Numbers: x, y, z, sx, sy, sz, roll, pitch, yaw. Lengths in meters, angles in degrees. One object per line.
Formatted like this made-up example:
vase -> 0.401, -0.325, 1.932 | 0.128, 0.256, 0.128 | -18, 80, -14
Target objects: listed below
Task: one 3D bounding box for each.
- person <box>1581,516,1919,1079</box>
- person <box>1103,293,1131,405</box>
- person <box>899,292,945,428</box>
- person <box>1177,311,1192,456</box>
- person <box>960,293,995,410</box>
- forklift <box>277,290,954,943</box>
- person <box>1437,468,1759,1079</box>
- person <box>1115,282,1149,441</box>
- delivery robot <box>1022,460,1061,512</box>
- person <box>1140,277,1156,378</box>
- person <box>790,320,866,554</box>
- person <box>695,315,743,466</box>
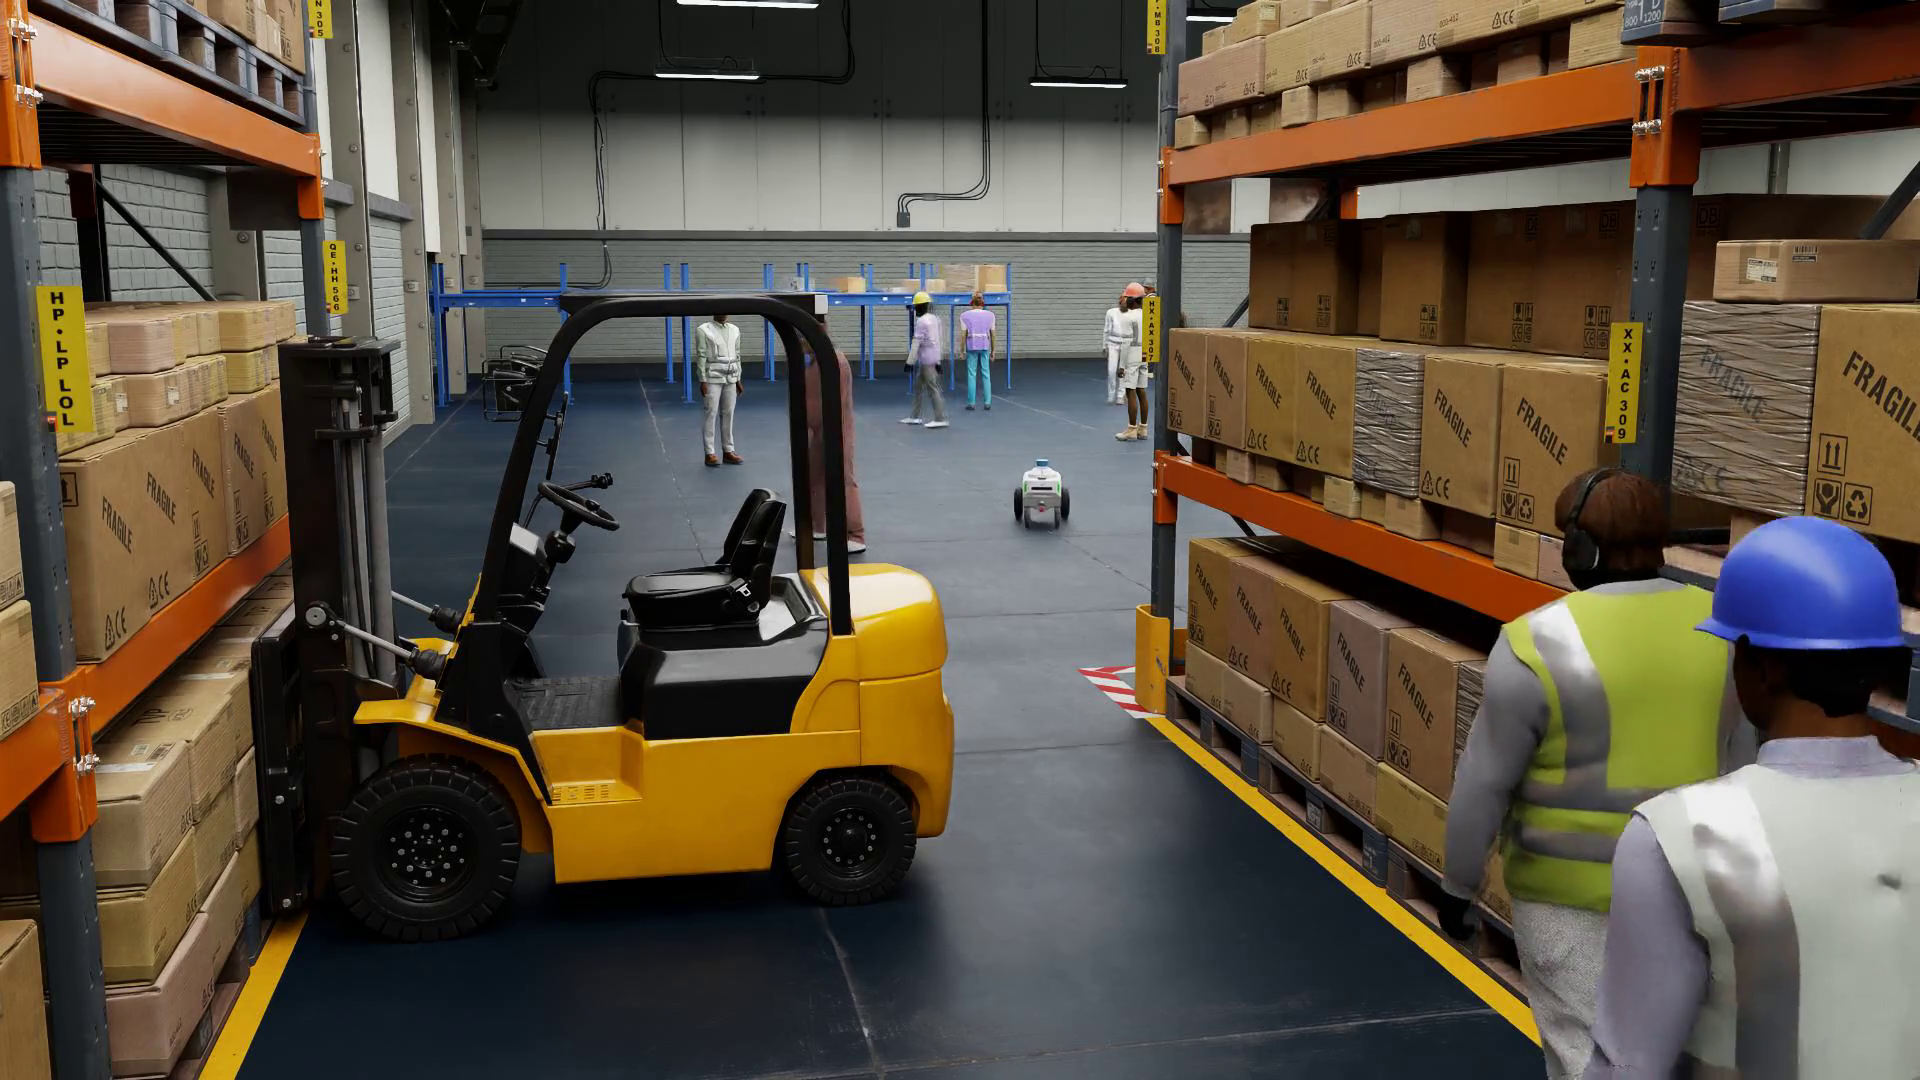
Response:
person -> 1.178, 0.934, 2.262 | 0.615, 1.917, 0.857 | -2, 9, -11
person -> 2.641, -3.131, 27.257 | 0.609, 1.833, 0.611 | 1, 9, 6
person -> -0.569, -2.529, 23.390 | 0.845, 1.890, 0.607 | 2, 10, 14
person -> 2.449, -1.619, 18.158 | 0.643, 1.804, 0.790 | -5, 11, -29
person -> 0.283, -2.996, 26.401 | 0.571, 1.843, 0.373 | -2, 10, -13
forklift -> -1.179, 0.175, 6.143 | 2.313, 2.155, 1.214 | -2, 10, -12
person -> 1.383, 0.733, 3.766 | 0.655, 1.808, 0.783 | -2, 10, -12
person -> 2.269, -2.329, 21.724 | 0.368, 2.048, 0.607 | 8, 12, 40
delivery robot -> 0.728, -0.471, 14.771 | 0.477, 0.478, 0.707 | 0, 9, 3
person -> 3.789, -4.336, 34.104 | 0.538, 2.000, 0.684 | 0, 9, -3
person -> -1.047, -0.849, 13.252 | 0.451, 1.877, 0.738 | -3, 10, -18
person -> -2.741, -1.835, 19.011 | 0.389, 1.948, 0.605 | 9, 13, 43
